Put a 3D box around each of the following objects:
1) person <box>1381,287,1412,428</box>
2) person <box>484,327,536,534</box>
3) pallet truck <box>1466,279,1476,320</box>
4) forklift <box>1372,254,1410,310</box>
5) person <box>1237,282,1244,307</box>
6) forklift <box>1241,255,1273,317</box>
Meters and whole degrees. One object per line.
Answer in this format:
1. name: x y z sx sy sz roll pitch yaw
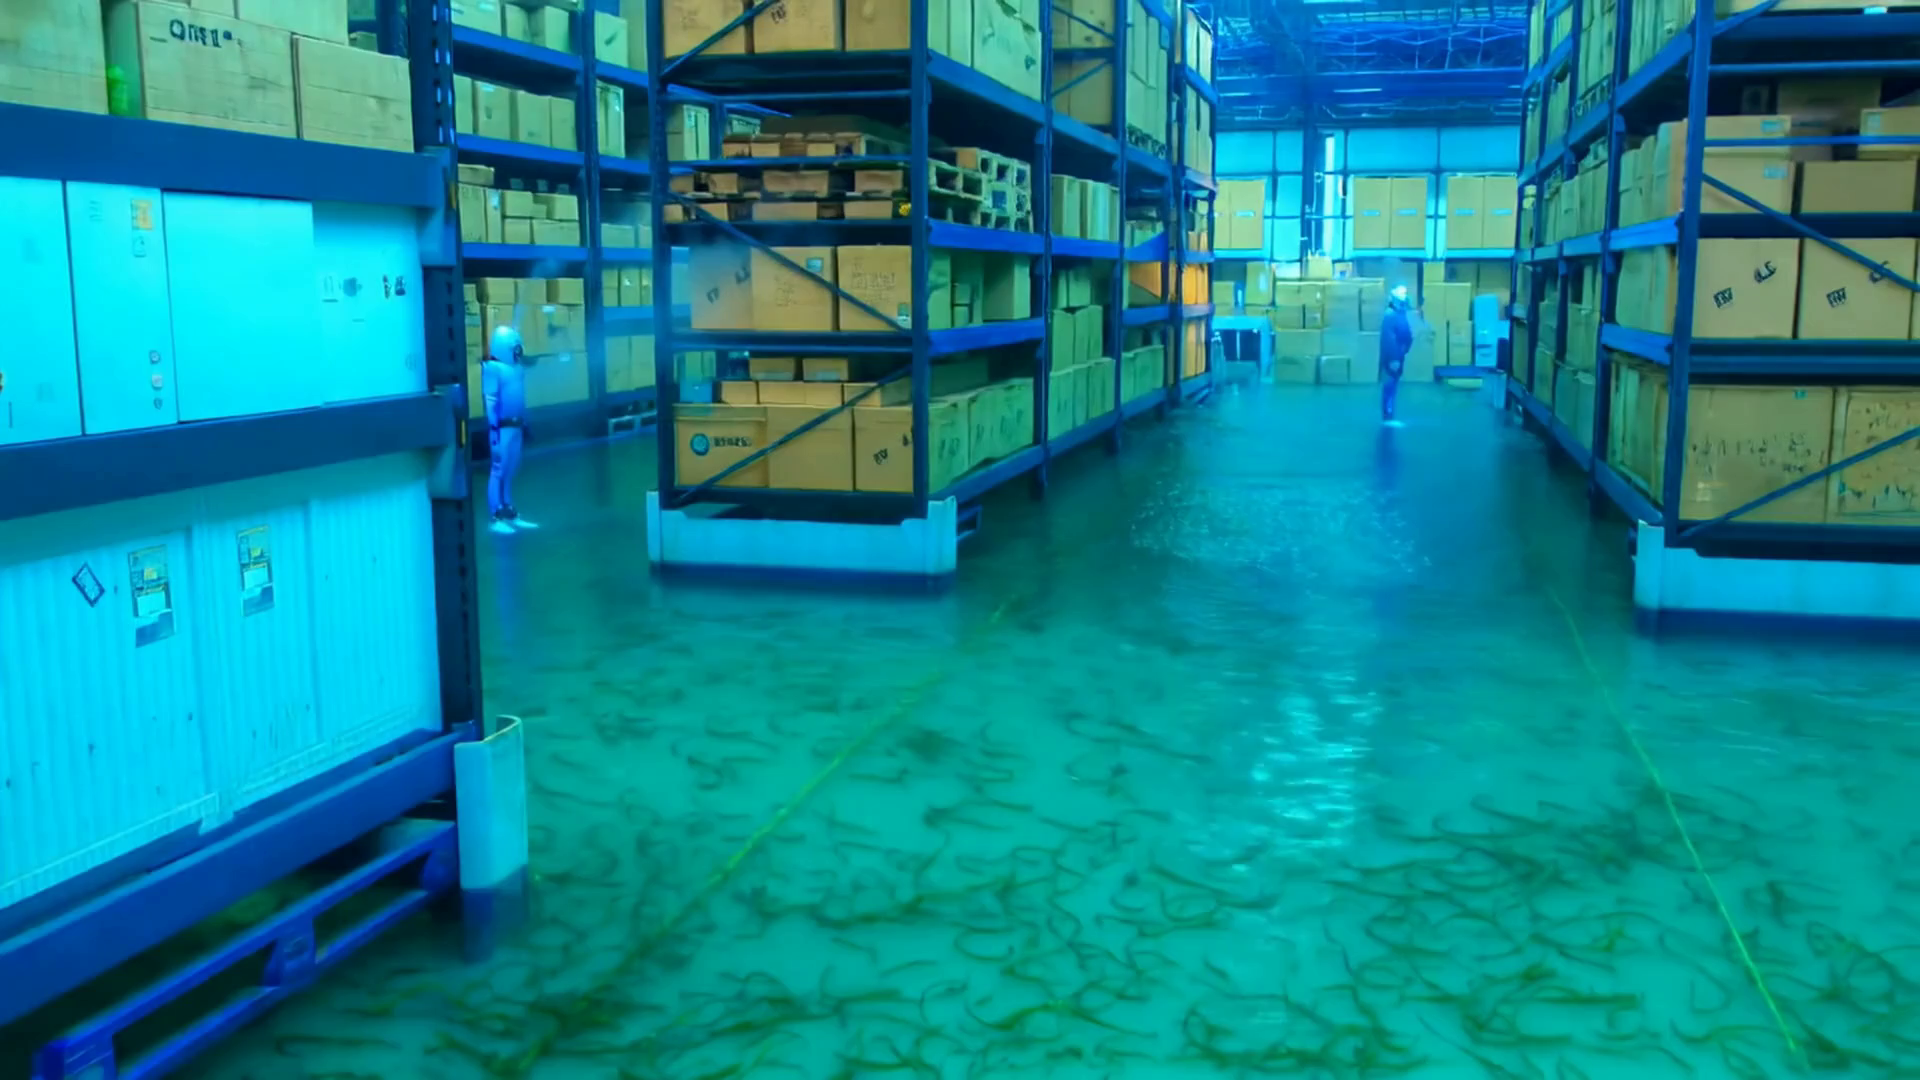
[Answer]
1. person: 5.950 -2.492 22.689 0.401 1.910 0.640 3 9 17
2. person: -3.600 -0.876 13.282 0.285 1.634 0.499 3 9 17
3. pallet truck: 18.896 -8.459 60.307 1.885 1.965 0.823 5 10 31
4. forklift: 14.404 -8.278 56.365 1.129 2.768 1.873 -2 9 -12
5. person: 10.568 -8.701 62.210 0.360 1.884 0.574 3 9 17
6. forklift: 10.551 -8.662 58.805 1.129 2.768 1.873 2 9 15
